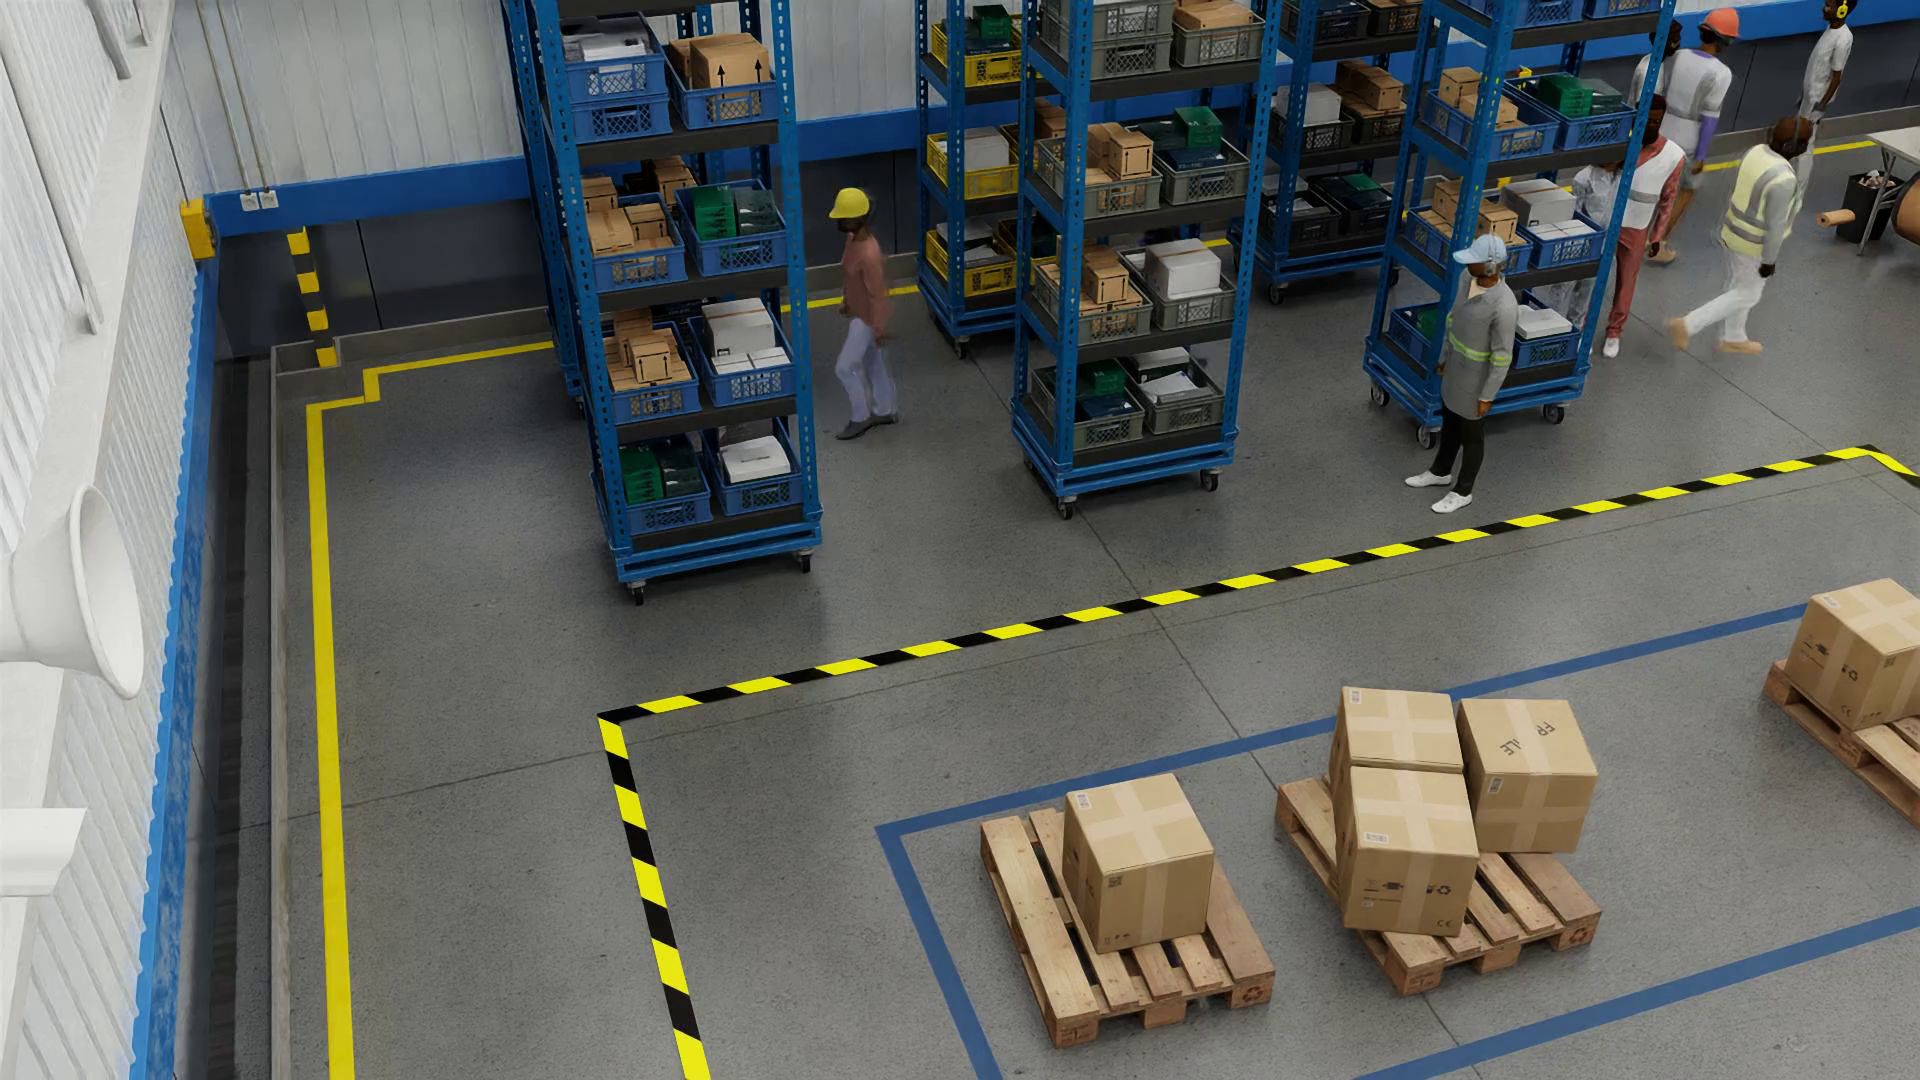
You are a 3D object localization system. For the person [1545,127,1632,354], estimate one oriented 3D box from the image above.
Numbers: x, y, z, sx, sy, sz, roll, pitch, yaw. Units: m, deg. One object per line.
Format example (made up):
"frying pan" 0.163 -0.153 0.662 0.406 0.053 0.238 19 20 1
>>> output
"person" 4.457 -2.090 11.742 0.485 1.739 0.310 -12 37 -16

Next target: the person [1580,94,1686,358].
"person" 4.695 -2.235 11.790 0.595 1.921 0.382 20 40 26

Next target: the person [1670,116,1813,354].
"person" 5.509 -2.105 11.695 0.685 1.819 0.630 1 35 2

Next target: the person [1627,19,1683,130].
"person" 5.407 -3.207 13.213 0.329 1.872 0.510 16 38 22

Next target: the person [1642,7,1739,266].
"person" 5.645 -3.146 13.007 0.495 2.017 0.644 -17 39 -22

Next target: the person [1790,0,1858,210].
"person" 7.104 -3.669 13.868 0.316 1.869 0.528 7 36 10

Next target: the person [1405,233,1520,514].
"person" 3.074 -1.014 10.122 0.396 1.850 0.587 -8 36 -11

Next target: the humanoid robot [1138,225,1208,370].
"humanoid robot" 1.384 -1.900 11.577 0.774 1.642 0.600 -12 37 -16

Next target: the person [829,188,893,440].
"person" -0.693 -1.460 10.839 0.574 1.745 0.555 -9 36 -12
